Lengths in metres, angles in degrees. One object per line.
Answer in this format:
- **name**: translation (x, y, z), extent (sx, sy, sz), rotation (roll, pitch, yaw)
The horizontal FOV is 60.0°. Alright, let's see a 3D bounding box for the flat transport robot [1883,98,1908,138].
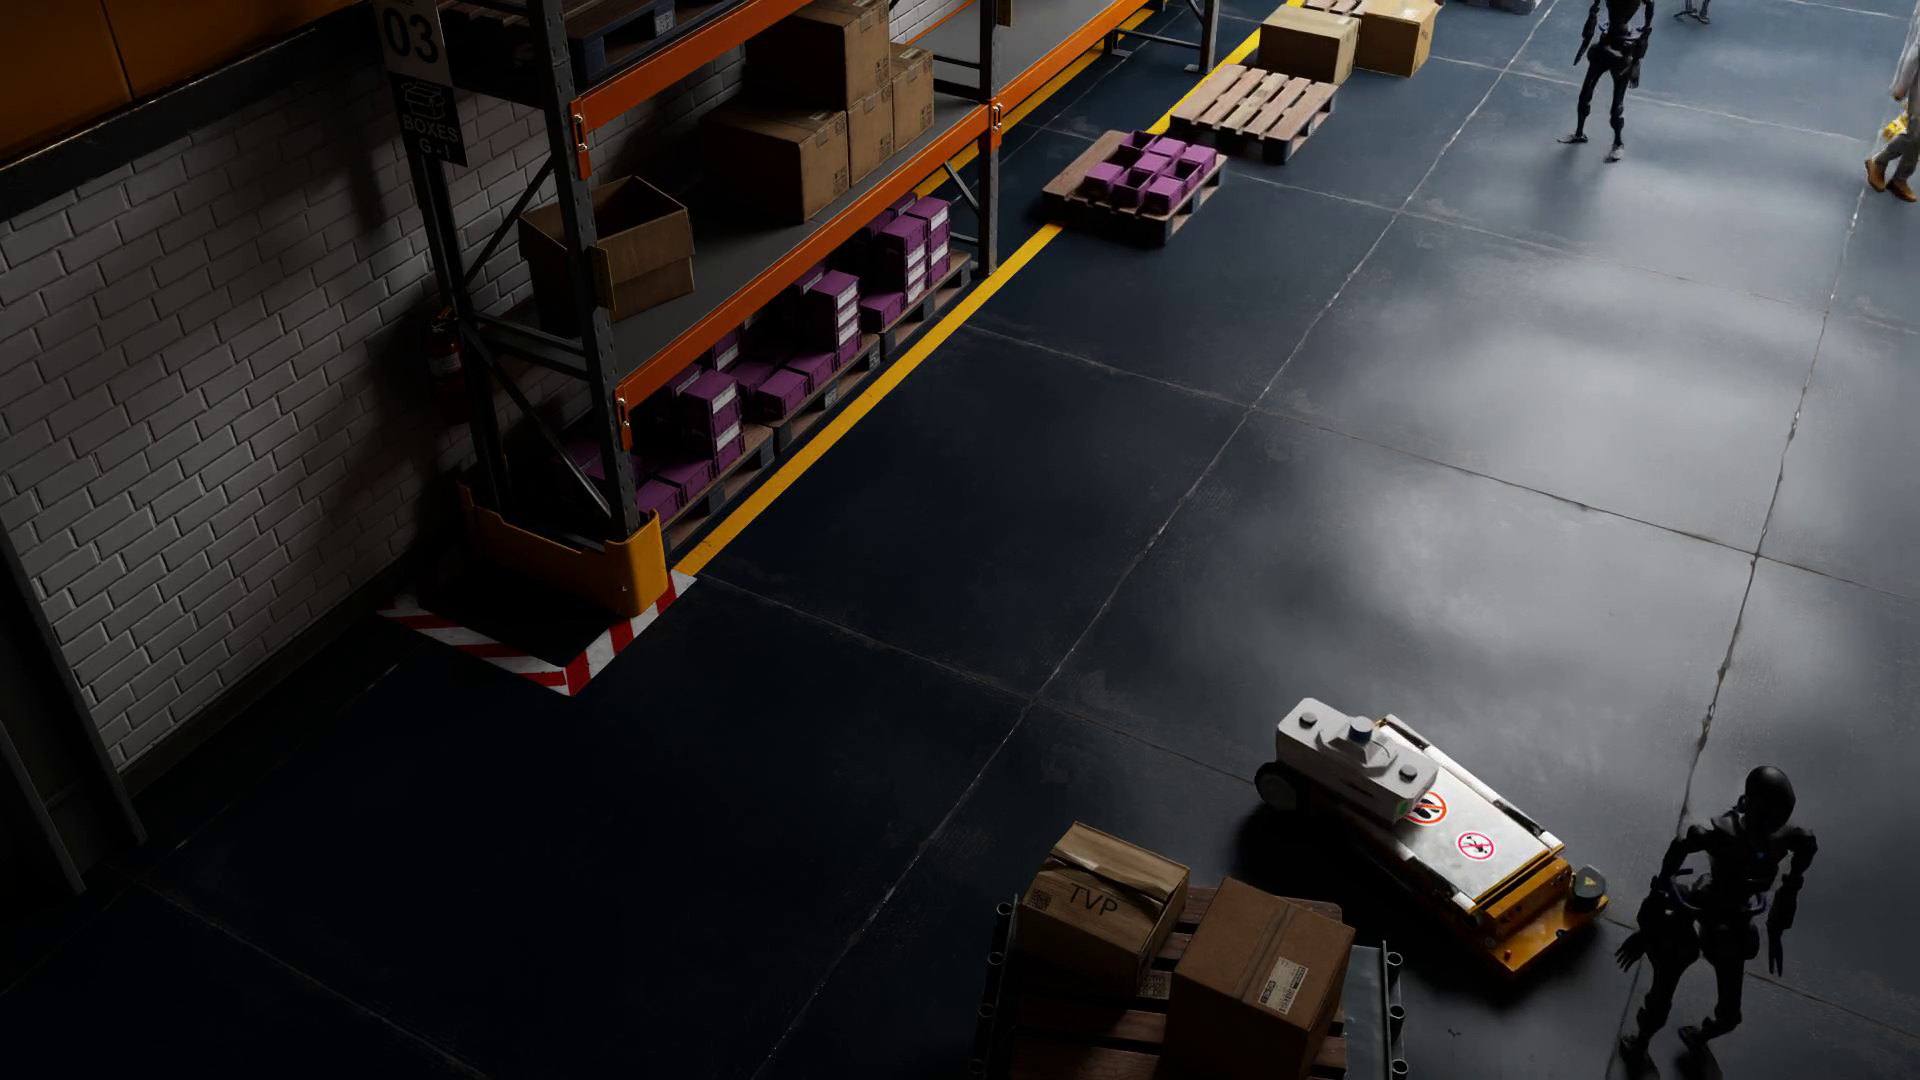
- **flat transport robot**: translation (8.147, -3.521, 13.622), extent (0.659, 0.231, 1.431), rotation (28, 46, 30)

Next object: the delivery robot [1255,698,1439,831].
- **delivery robot**: translation (1.783, 1.053, 7.689), extent (0.789, 0.613, 0.499), rotation (28, 46, 30)

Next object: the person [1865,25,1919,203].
- **person**: translation (7.152, -3.375, 12.153), extent (0.597, 1.870, 0.432), rotation (-10, 40, -12)

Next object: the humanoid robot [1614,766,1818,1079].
- **humanoid robot**: translation (2.820, 1.464, 6.256), extent (0.616, 1.647, 0.324), rotation (0, 39, 0)

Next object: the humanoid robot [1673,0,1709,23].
- **humanoid robot**: translation (6.813, -5.507, 14.974), extent (0.597, 1.647, 0.345), rotation (-8, 39, -10)

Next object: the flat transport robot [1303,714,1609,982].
- **flat transport robot**: translation (2.152, 1.328, 7.560), extent (0.659, 0.231, 1.431), rotation (-25, 45, -28)

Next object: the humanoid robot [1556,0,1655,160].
- **humanoid robot**: translation (5.064, -3.772, 12.804), extent (0.373, 1.643, 0.603), rotation (-21, 43, -24)
